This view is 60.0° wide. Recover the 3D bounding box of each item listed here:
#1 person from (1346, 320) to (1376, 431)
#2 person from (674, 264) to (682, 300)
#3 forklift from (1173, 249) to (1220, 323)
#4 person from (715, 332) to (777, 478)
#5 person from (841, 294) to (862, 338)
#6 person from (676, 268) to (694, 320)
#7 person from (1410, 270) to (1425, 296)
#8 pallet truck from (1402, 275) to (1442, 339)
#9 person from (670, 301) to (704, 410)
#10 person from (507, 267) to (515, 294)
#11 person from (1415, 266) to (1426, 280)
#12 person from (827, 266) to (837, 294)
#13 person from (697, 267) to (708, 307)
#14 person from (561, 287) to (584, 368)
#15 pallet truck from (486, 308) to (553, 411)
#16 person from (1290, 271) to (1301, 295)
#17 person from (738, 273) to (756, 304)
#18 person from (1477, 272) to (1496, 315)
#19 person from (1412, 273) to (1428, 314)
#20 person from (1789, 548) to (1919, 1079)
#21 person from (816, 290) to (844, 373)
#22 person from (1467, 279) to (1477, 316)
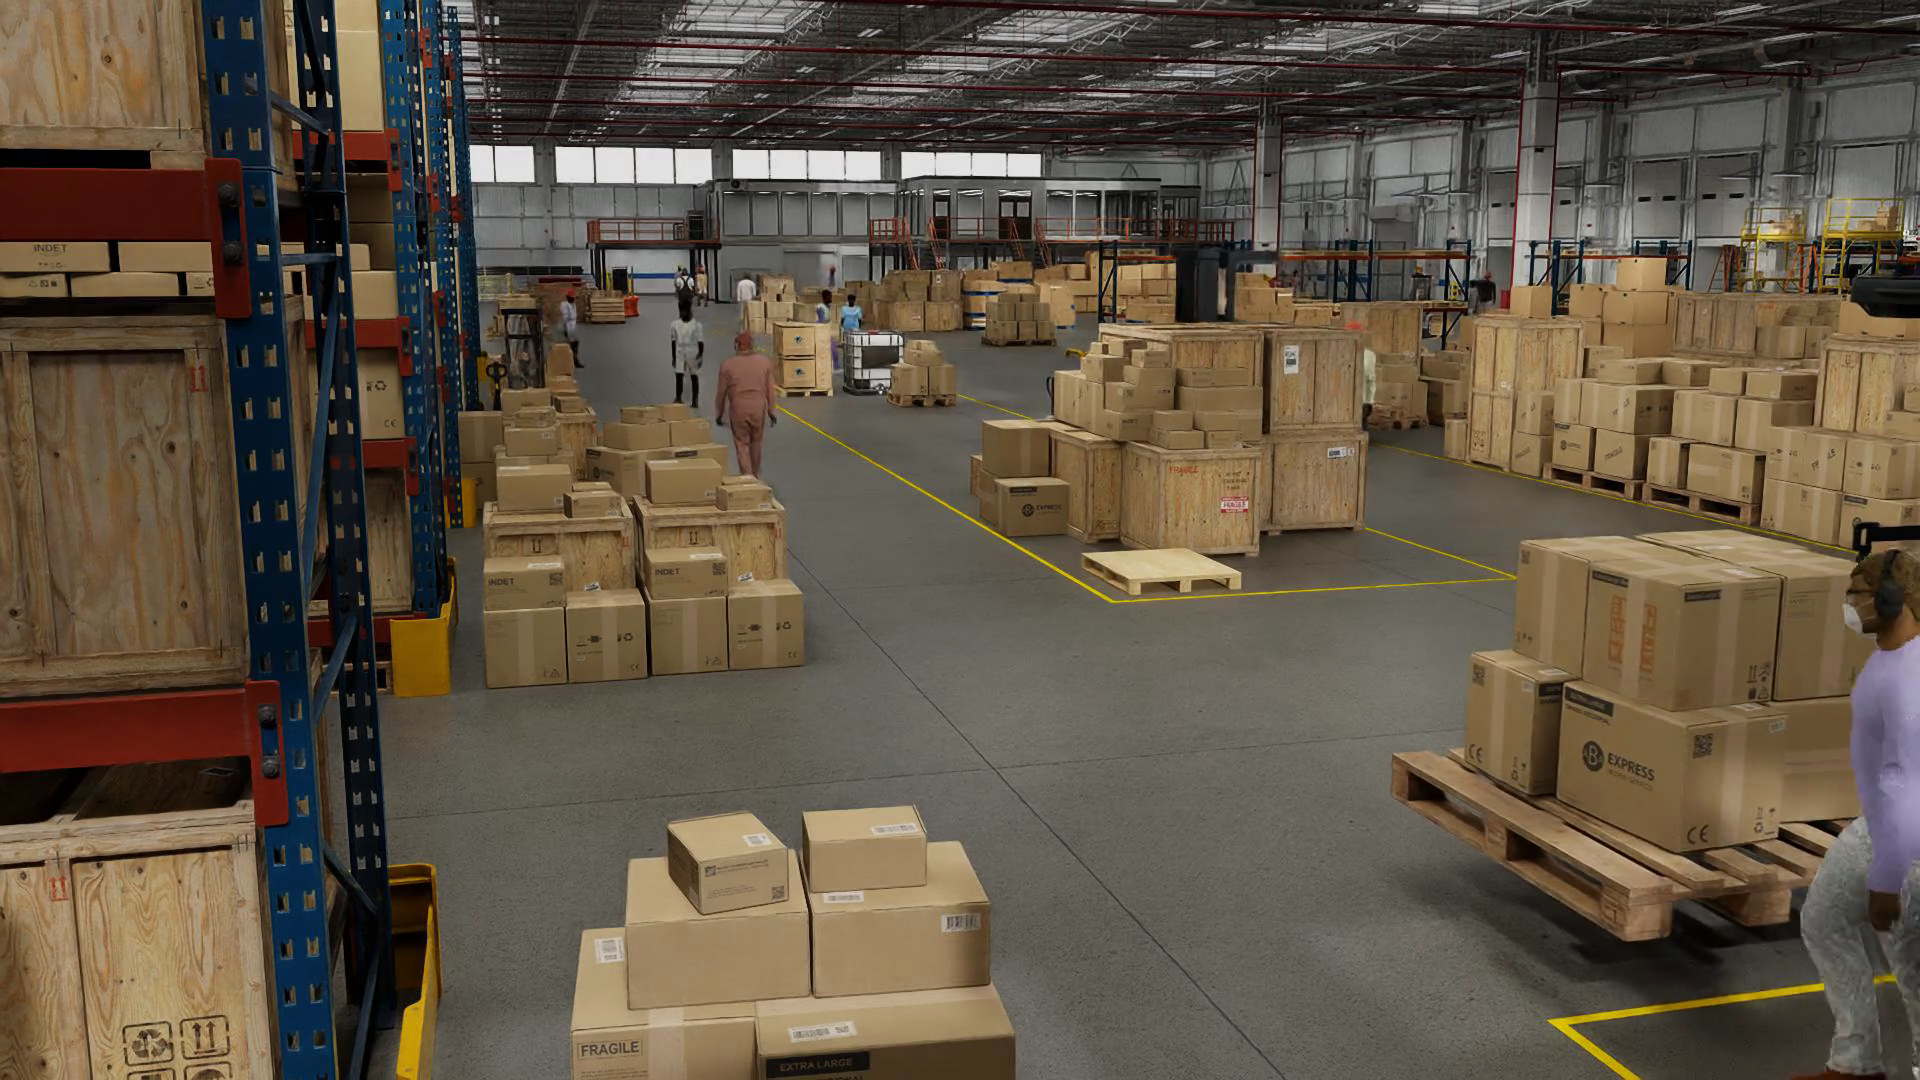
[{"bbox_3d":[4.787,-1.710,20.433,0.620,1.973,0.523,0,10,3],"label":"person"},{"bbox_3d":[-15.141,-13.930,89.762,0.389,1.925,0.596,7,12,33],"label":"person"},{"bbox_3d":[3.333,-2.752,23.756,1.873,2.768,1.129,-3,10,-15],"label":"forklift"},{"bbox_3d":[-2.548,-1.509,19.606,0.684,1.860,0.971,-4,11,-20],"label":"person"},{"bbox_3d":[-2.745,-5.398,42.145,0.535,1.673,0.728,1,10,7],"label":"person"},{"bbox_3d":[-10.639,-9.508,64.391,0.679,2.000,0.537,-3,10,-15],"label":"person"},{"bbox_3d":[19.482,-10.574,70.853,0.585,1.891,0.955,2,10,11],"label":"person"},{"bbox_3d":[14.620,-7.324,52.145,0.823,1.965,1.885,8,13,40],"label":"pallet truck"},{"bbox_3d":[-4.779,-3.197,28.994,0.633,1.911,0.984,2,10,9],"label":"person"},{"bbox_3d":[-22.596,-12.792,83.504,0.594,1.868,0.573,-10,14,-43],"label":"person"},{"bbox_3d":[21.285,-11.673,76.891,0.709,1.952,0.538,-1,10,-8],"label":"person"},{"bbox_3d":[-5.591,-11.077,73.340,0.628,2.022,0.614,6,12,31],"label":"person"},{"bbox_3d":[-12.327,-12.097,79.476,0.543,1.903,0.948,-5,11,-28],"label":"person"},{"bbox_3d":[-9.216,-4.995,39.220,0.551,1.909,0.570,4,11,22],"label":"person"},{"bbox_3d":[-6.242,-2.418,24.362,0.823,1.965,1.885,1,10,3],"label":"pallet truck"},{"bbox_3d":[17.036,-12.875,84.573,0.534,1.646,0.881,-6,12,-32],"label":"person"},{"bbox_3d":[-7.721,-8.782,60.665,0.648,1.897,0.934,2,10,9],"label":"person"},{"bbox_3d":[18.782,-8.580,59.371,0.654,1.945,0.965,2,10,14],"label":"person"},{"bbox_3d":[17.665,-9.317,63.871,0.619,1.845,0.430,5,11,26],"label":"person"},{"bbox_3d":[2.965,0.985,5.332,0.645,1.905,0.768,4,11,23],"label":"person"},{"bbox_3d":[-2.938,-4.685,37.520,0.881,1.882,0.617,3,10,14],"label":"person"},{"bbox_3d":[16.092,-7.266,52.244,0.517,1.853,0.694,-9,13,-40],"label":"person"}]
